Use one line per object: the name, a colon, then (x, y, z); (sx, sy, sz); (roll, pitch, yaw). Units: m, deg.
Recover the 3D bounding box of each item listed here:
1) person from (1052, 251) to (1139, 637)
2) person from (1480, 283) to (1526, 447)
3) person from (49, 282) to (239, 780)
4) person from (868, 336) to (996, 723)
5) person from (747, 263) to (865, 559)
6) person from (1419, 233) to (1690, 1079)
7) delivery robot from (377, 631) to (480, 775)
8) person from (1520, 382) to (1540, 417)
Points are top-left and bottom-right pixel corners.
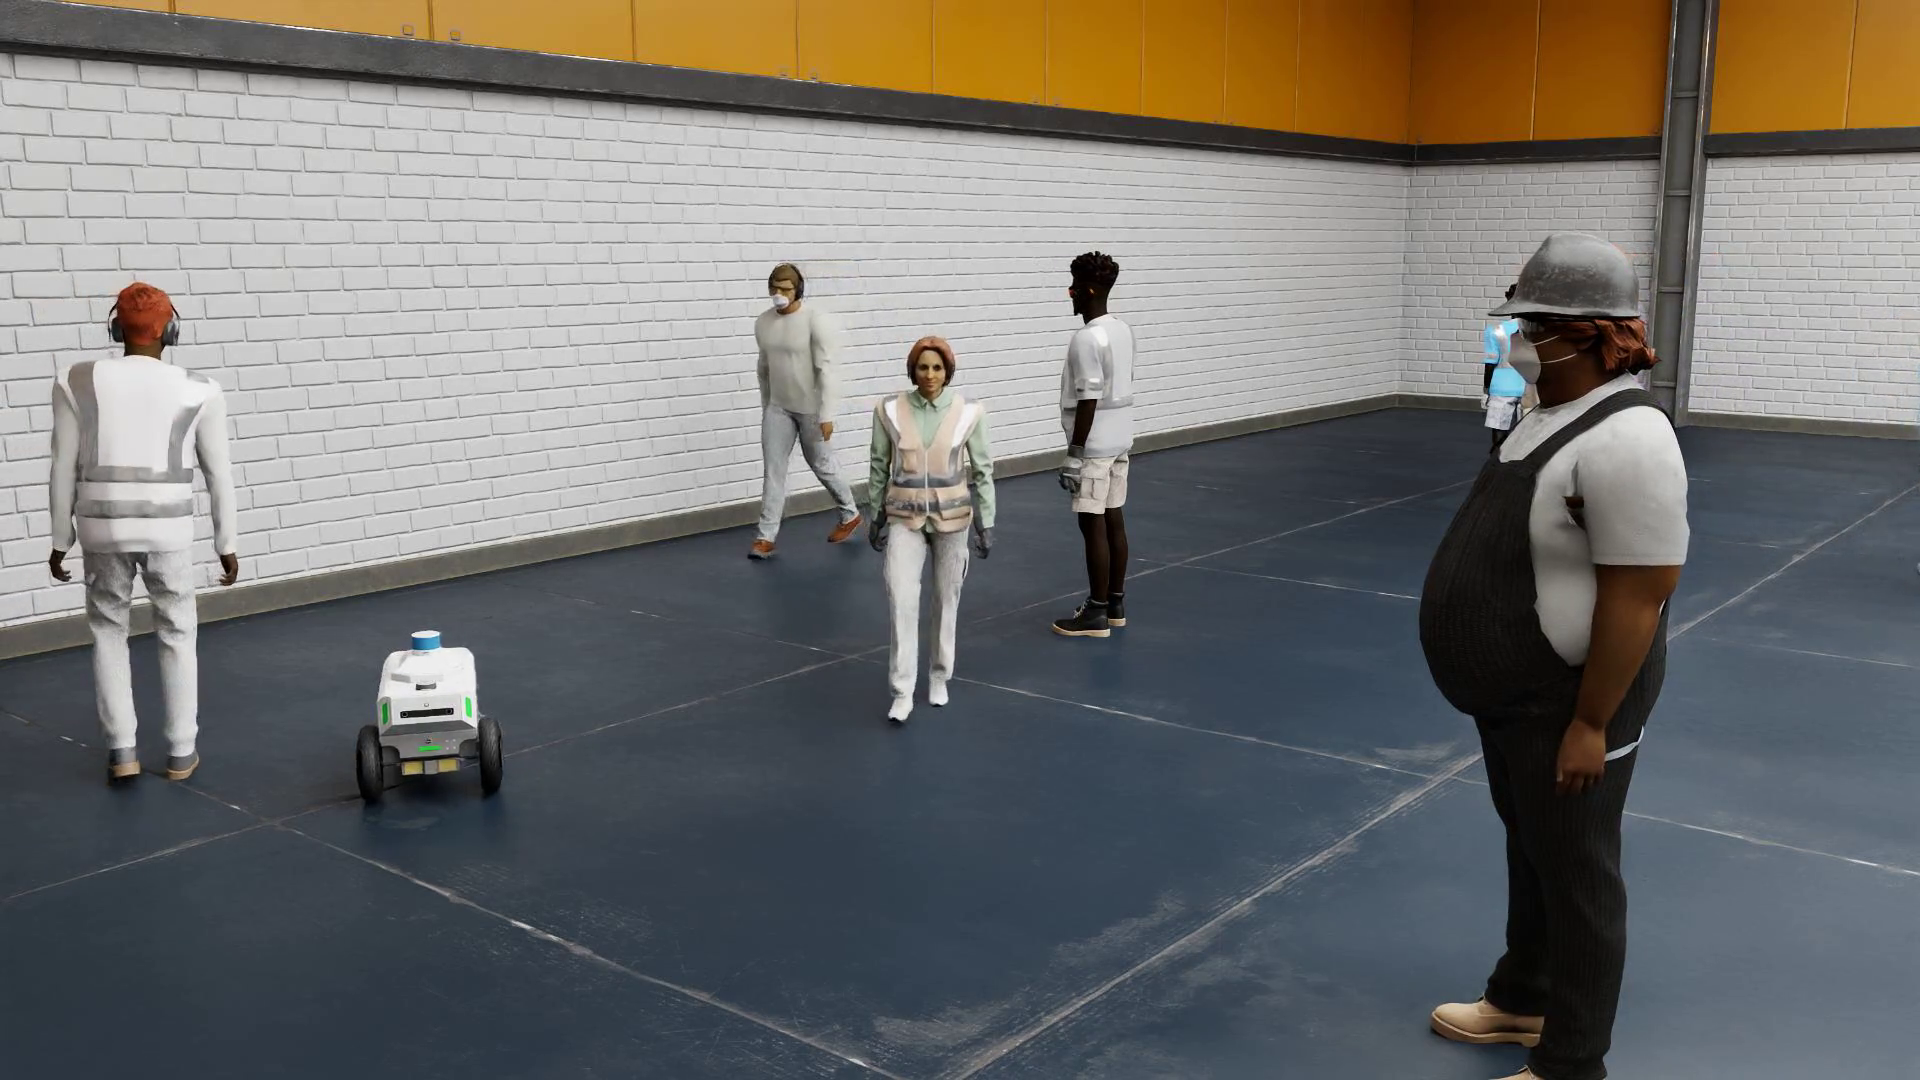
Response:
person: (0.693, -0.486, 8.529); (0.368, 1.967, 0.600); (5, 11, 27)
person: (4.279, -1.129, 12.844); (0.535, 1.697, 0.318); (-1, 10, -3)
person: (-3.017, -0.007, 6.151); (0.642, 1.872, 0.464); (-4, 11, -22)
person: (-0.124, -0.038, 7.005); (0.551, 1.607, 0.724); (0, 10, 2)
person: (-1.021, -0.850, 10.810); (0.673, 1.889, 1.019); (6, 12, 30)
person: (1.342, 0.318, 3.870); (0.535, 2.000, 0.674); (1, 10, 4)
delivery robot: (-1.995, 0.585, 6.247); (0.477, 0.478, 0.707); (-3, 11, -16)
person: (4.183, -0.940, 11.964); (0.285, 1.634, 0.499); (5, 11, 24)
